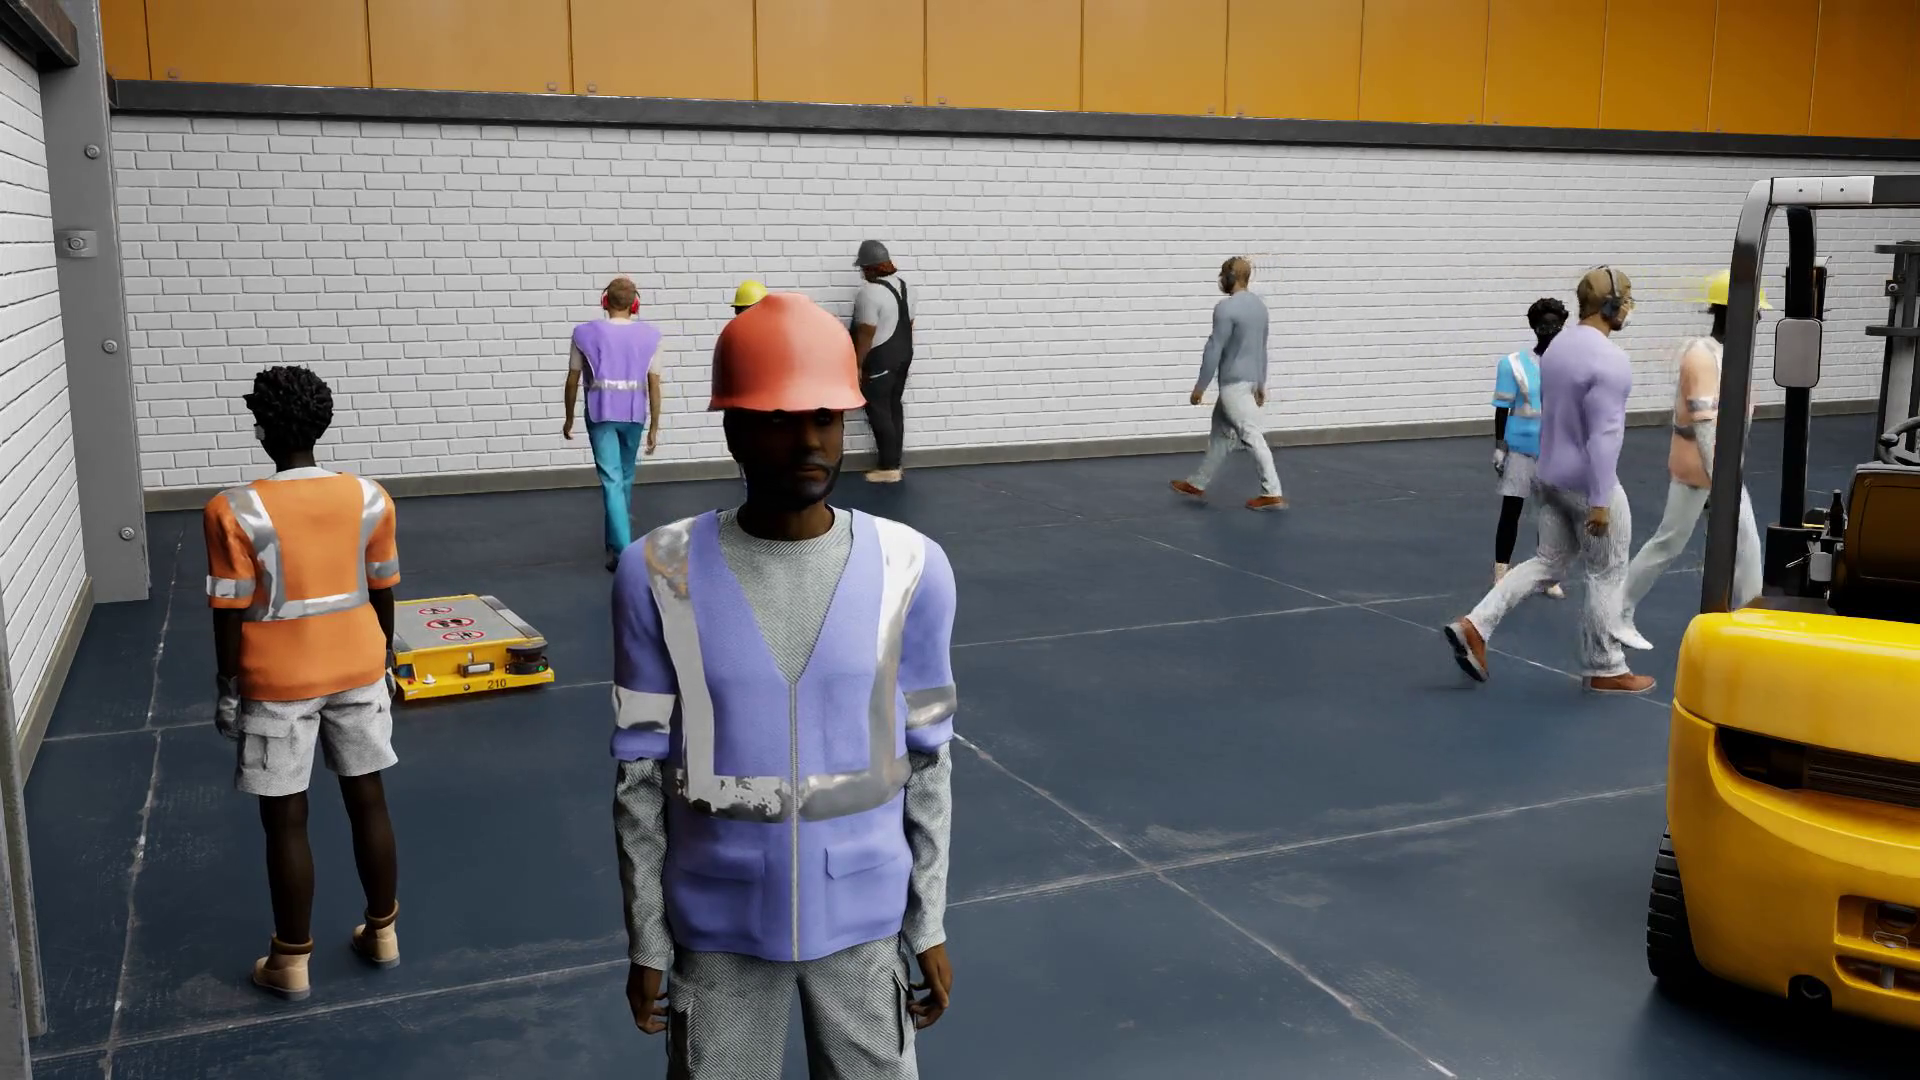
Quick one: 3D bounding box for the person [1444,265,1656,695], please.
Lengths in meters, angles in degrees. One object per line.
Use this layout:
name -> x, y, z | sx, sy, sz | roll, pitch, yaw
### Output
person -> 2.658, -0.247, 7.332 | 0.860, 1.914, 0.639 | -1, 10, -5

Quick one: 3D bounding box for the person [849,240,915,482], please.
person -> -0.671, -1.523, 13.997 | 0.563, 2.000, 0.738 | 5, 12, 27

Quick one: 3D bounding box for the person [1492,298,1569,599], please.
person -> 3.249, -0.505, 9.332 | 0.539, 1.695, 0.319 | 1, 10, 3

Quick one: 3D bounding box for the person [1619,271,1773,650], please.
person -> 3.592, -0.352, 7.988 | 0.586, 1.886, 0.980 | -9, 14, -41

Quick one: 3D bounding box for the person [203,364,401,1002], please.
person -> -1.747, 0.379, 4.483 | 0.318, 1.691, 0.531 | 9, 13, 40

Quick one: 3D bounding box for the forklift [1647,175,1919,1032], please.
forklift -> 2.810, 0.094, 4.662 | 1.214, 2.155, 2.313 | 7, 12, 34

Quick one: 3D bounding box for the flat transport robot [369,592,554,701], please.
flat transport robot -> -2.438, 0.470, 7.888 | 0.652, 0.197, 1.431 | -6, 12, -28

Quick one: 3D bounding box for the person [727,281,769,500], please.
person -> -1.253, -0.694, 10.186 | 0.310, 1.768, 0.533 | 5, 11, 26

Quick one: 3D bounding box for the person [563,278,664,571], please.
person -> -2.132, -0.730, 10.362 | 0.578, 1.774, 1.016 | -5, 11, -25

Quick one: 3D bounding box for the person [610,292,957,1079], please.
person -> -0.268, 0.587, 2.641 | 0.545, 1.942, 0.352 | -2, 10, -10

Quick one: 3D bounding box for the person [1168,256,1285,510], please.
person -> 2.039, -1.174, 12.497 | 1.027, 1.885, 0.649 | 7, 12, 34
